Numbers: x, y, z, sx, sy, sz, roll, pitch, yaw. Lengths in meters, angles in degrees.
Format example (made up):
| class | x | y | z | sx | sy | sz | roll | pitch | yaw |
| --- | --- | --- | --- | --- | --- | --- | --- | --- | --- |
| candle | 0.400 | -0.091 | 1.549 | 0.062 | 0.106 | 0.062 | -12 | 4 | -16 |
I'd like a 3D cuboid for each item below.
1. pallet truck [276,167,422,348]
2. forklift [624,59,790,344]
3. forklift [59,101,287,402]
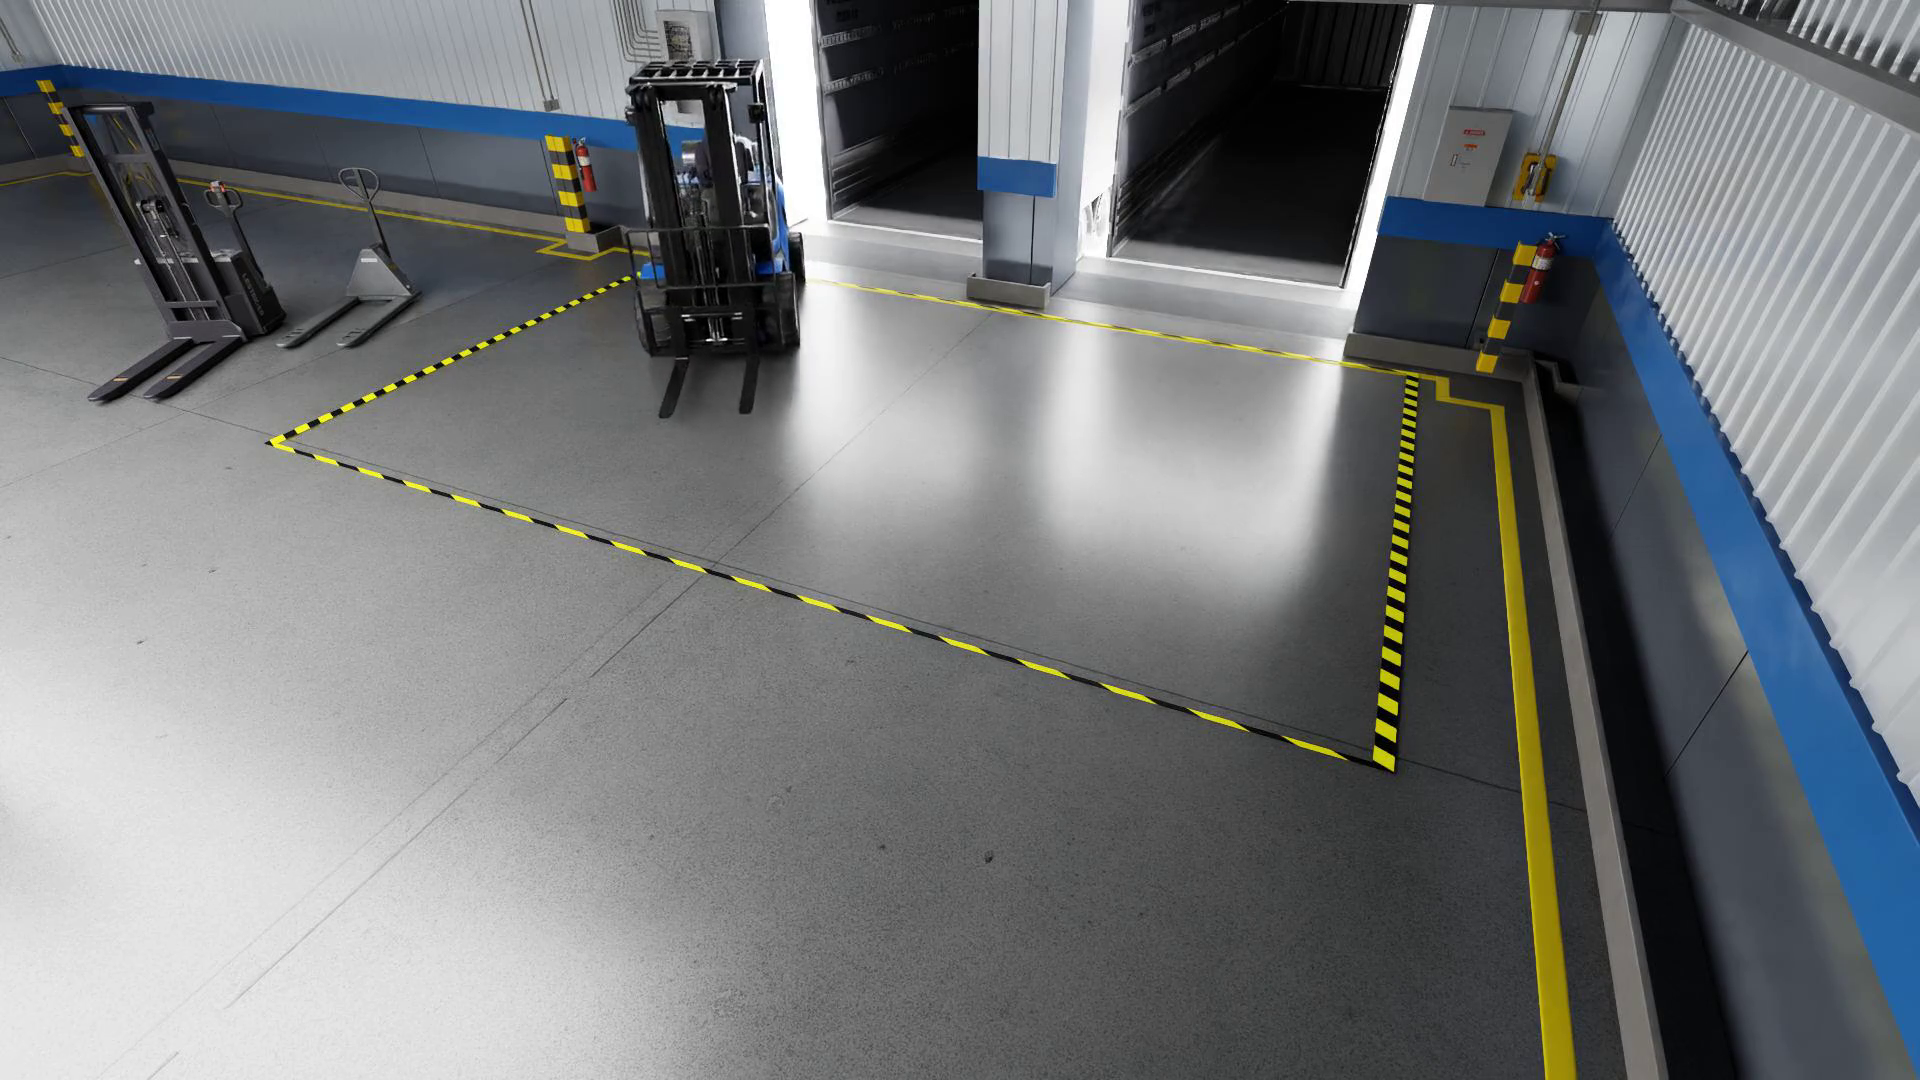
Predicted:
| class | x | y | z | sx | sy | sz | roll | pitch | yaw |
| --- | --- | --- | --- | --- | --- | --- | --- | --- | --- |
| pallet truck | -5.732 | -2.611 | 8.414 | 0.680 | 1.201 | 1.601 | -1 | 35 | -1 |
| forklift | -2.184 | -3.115 | 8.162 | 1.157 | 2.036 | 2.680 | -4 | 35 | -6 |
| forklift | -6.686 | -2.387 | 7.434 | 0.823 | 1.965 | 1.885 | -3 | 35 | -5 |
